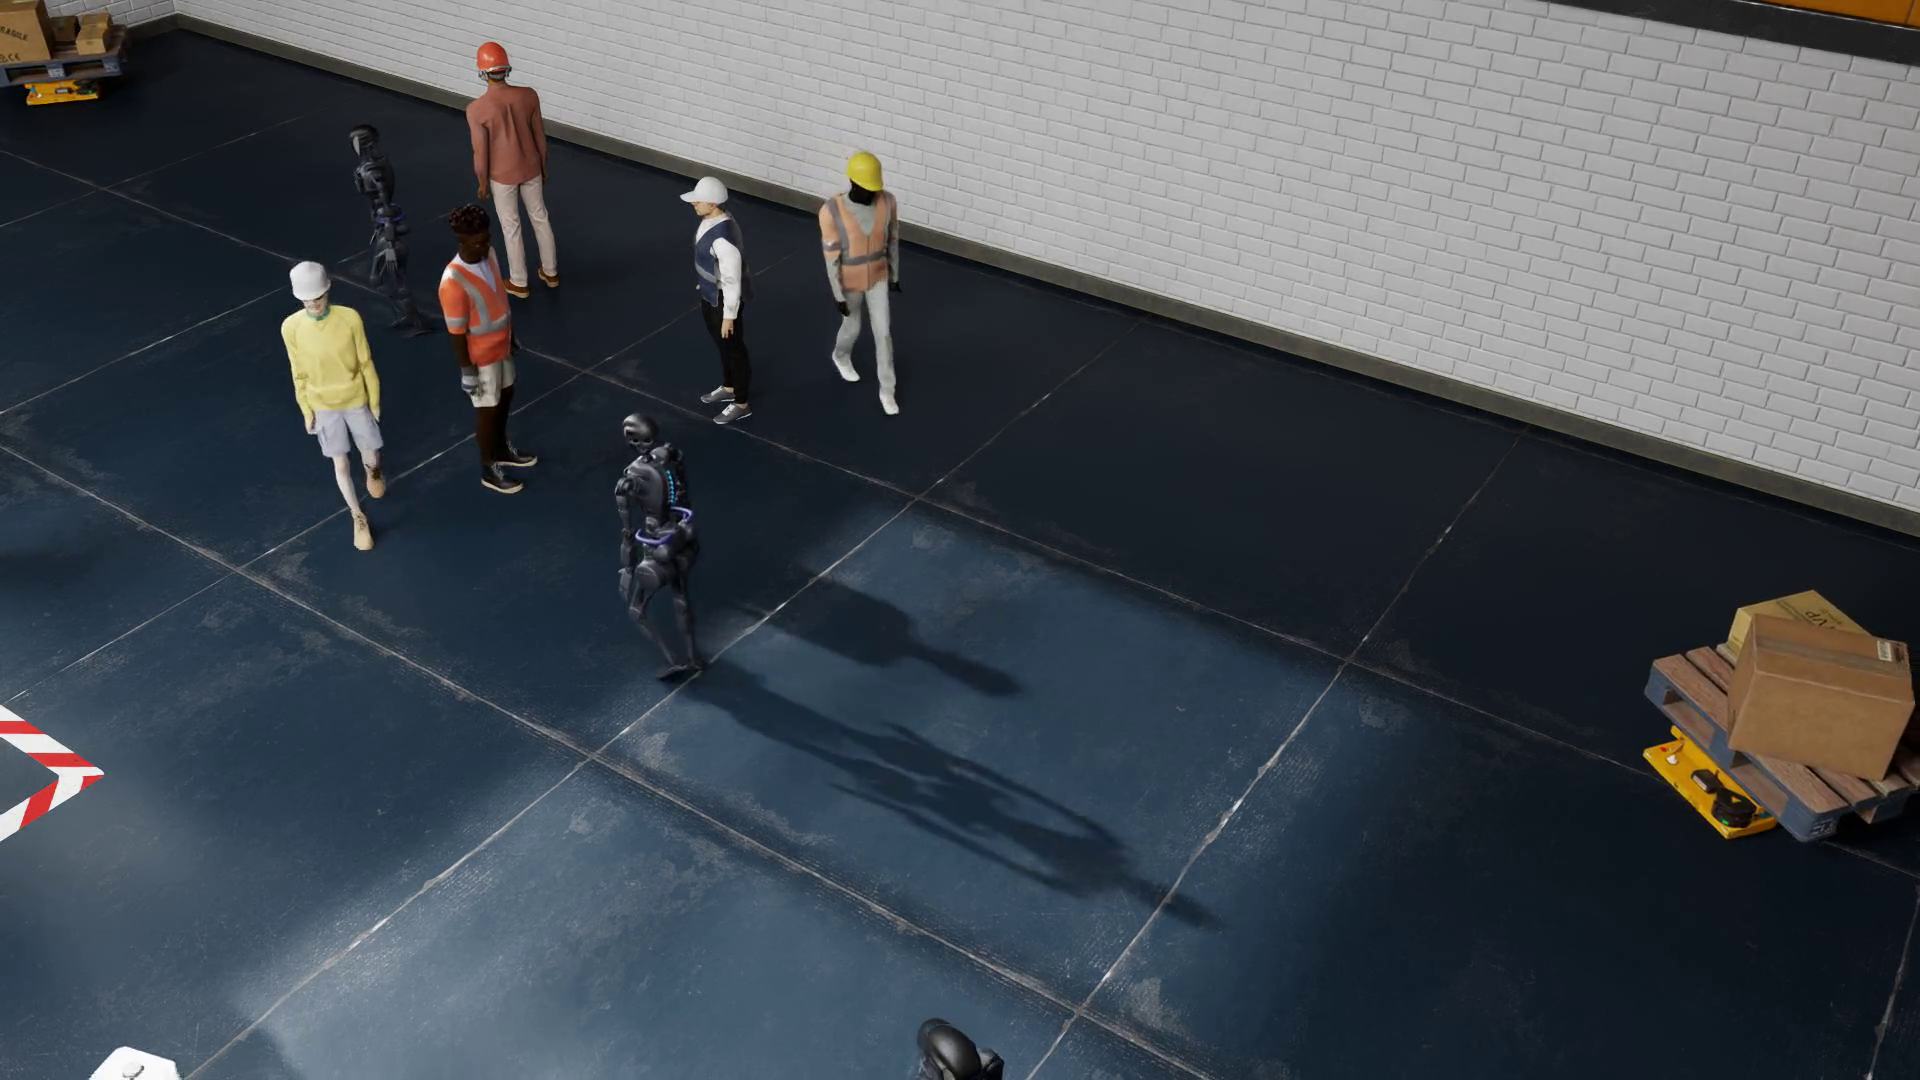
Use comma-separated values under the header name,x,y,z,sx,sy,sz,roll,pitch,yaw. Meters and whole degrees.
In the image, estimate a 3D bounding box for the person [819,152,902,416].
name,x,y,z,sx,sy,sz,roll,pitch,yaw
person,-0.698,-1.835,11.479,0.590,1.883,0.814,-14,37,-19

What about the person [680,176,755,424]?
name,x,y,z,sx,sy,sz,roll,pitch,yaw
person,-1.617,-1.644,11.313,0.426,1.758,0.747,-13,37,-17

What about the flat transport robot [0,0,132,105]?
name,x,y,z,sx,sy,sz,roll,pitch,yaw
flat transport robot,-9.193,-4.830,17.166,0.659,0.231,1.431,-10,36,-14

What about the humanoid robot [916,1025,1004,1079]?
name,x,y,z,sx,sy,sz,roll,pitch,yaw
humanoid robot,-0.062,2.243,5.880,0.785,1.633,0.588,26,43,32

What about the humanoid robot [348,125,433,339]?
name,x,y,z,sx,sy,sz,roll,pitch,yaw
humanoid robot,-4.215,-2.243,12.243,0.362,1.651,0.611,-17,38,-22

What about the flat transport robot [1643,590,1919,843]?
name,x,y,z,sx,sy,sz,roll,pitch,yaw
flat transport robot,4.374,1.123,8.659,1.431,0.231,0.659,-11,37,-16

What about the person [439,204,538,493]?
name,x,y,z,sx,sy,sz,roll,pitch,yaw
person,-2.998,-1.216,10.539,0.375,1.953,0.605,5,35,7

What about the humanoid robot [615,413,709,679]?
name,x,y,z,sx,sy,sz,roll,pitch,yaw
humanoid robot,-1.605,0.040,8.970,0.346,1.647,0.598,17,38,23

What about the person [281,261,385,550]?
name,x,y,z,sx,sy,sz,roll,pitch,yaw
person,-3.774,-0.870,10.116,0.483,1.875,0.592,-11,36,-15

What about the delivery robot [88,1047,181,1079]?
name,x,y,z,sx,sy,sz,roll,pitch,yaw
delivery robot,-3.398,2.391,6.596,0.499,0.594,0.769,11,36,15

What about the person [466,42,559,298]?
name,x,y,z,sx,sy,sz,roll,pitch,yaw
person,-3.449,-2.843,12.823,0.608,1.995,0.376,-25,42,-31
